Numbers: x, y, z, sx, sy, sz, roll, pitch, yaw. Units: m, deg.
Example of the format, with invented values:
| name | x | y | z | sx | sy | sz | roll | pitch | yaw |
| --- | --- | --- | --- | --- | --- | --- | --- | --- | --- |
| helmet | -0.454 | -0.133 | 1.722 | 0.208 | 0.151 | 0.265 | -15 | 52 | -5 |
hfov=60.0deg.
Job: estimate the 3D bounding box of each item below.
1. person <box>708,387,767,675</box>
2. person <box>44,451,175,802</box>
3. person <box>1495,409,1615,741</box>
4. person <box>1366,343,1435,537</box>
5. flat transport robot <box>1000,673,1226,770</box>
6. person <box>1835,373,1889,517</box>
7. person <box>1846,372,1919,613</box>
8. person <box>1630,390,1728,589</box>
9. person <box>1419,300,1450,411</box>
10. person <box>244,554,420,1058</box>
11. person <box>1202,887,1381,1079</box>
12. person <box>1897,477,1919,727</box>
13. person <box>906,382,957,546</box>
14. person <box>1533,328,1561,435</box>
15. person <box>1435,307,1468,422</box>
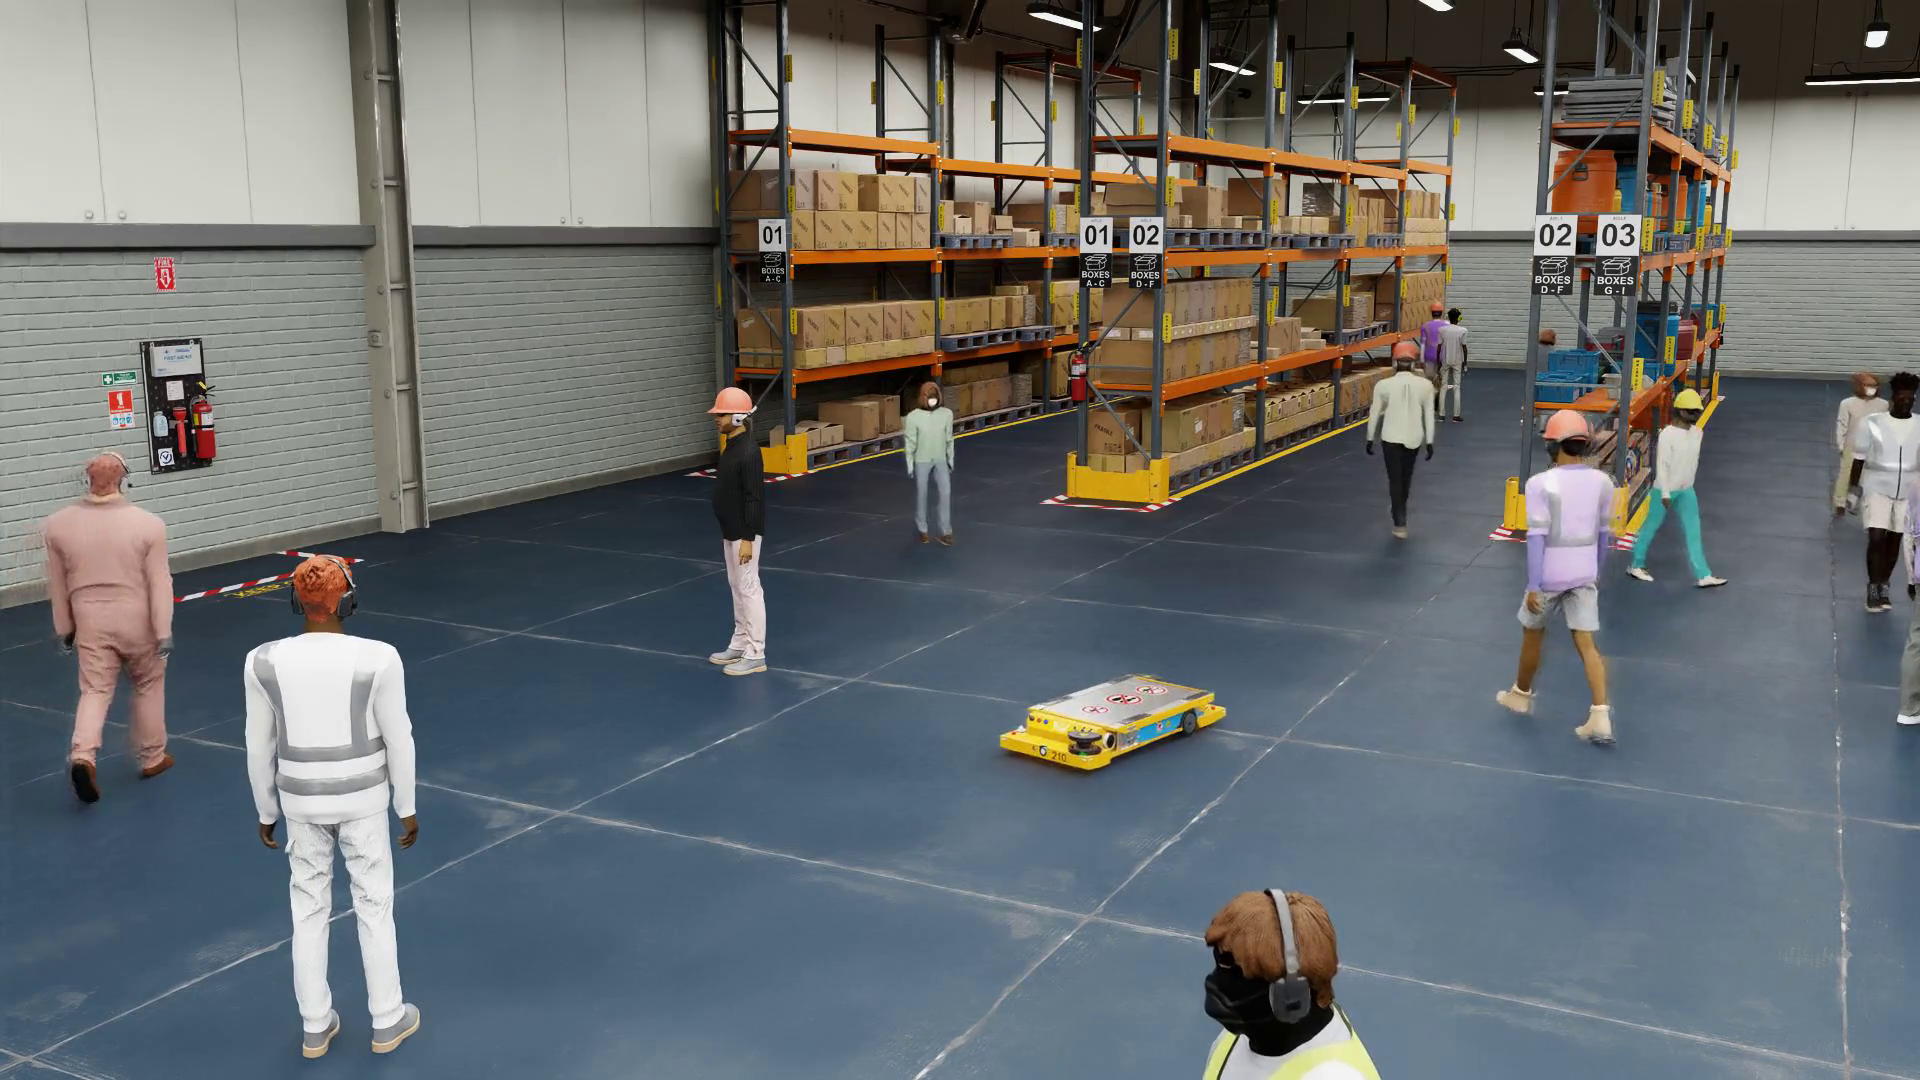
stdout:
| name | x | y | z | sx | sy | sz | roll | pitch | yaw |
| --- | --- | --- | --- | --- | --- | --- | --- | --- | --- |
| person | -1.541 | -0.064 | 11.561 | 0.379 | 1.996 | 0.610 | -4 | 11 | -22 |
| person | -4.605 | 0.457 | 9.040 | 0.650 | 1.877 | 0.833 | -1 | 10 | -6 |
| person | 3.706 | 0.202 | 10.153 | 0.628 | 1.990 | 1.062 | -2 | 11 | -13 |
| person | 4.490 | -1.045 | 17.047 | 0.646 | 1.936 | 1.009 | 0 | 10 | -1 |
| flat transport robot | 0.948 | 1.073 | 10.064 | 0.652 | 0.197 | 1.431 | 9 | 14 | 41 |
| person | 9.577 | -0.981 | 17.684 | 0.516 | 1.579 | 0.889 | 2 | 11 | 13 |
| person | 7.514 | -0.367 | 13.337 | 0.630 | 1.941 | 0.710 | 2 | 11 | 13 |
| person | 6.212 | -0.439 | 14.368 | 0.543 | 1.713 | 0.915 | -5 | 11 | -24 |
| person | 8.160 | -3.140 | 28.536 | 0.566 | 1.918 | 0.457 | 3 | 11 | 16 |
| person | -2.302 | 0.986 | 6.149 | 0.584 | 1.877 | 0.339 | -1 | 10 | -5 |
| person | 0.607 | 1.549 | 3.224 | 0.430 | 1.836 | 0.627 | 0 | 10 | -2 |
| person | 6.008 | 0.234 | 10.119 | 0.373 | 1.928 | 0.584 | -3 | 11 | -14 |
| person | -0.262 | -0.730 | 16.233 | 0.534 | 1.603 | 0.727 | -4 | 11 | -19 |
| person | 8.916 | -2.410 | 25.345 | 0.533 | 1.621 | 0.362 | 6 | 12 | 29 |
| person | 8.033 | -2.862 | 27.162 | 0.518 | 1.872 | 0.326 | 5 | 12 | 26 |
